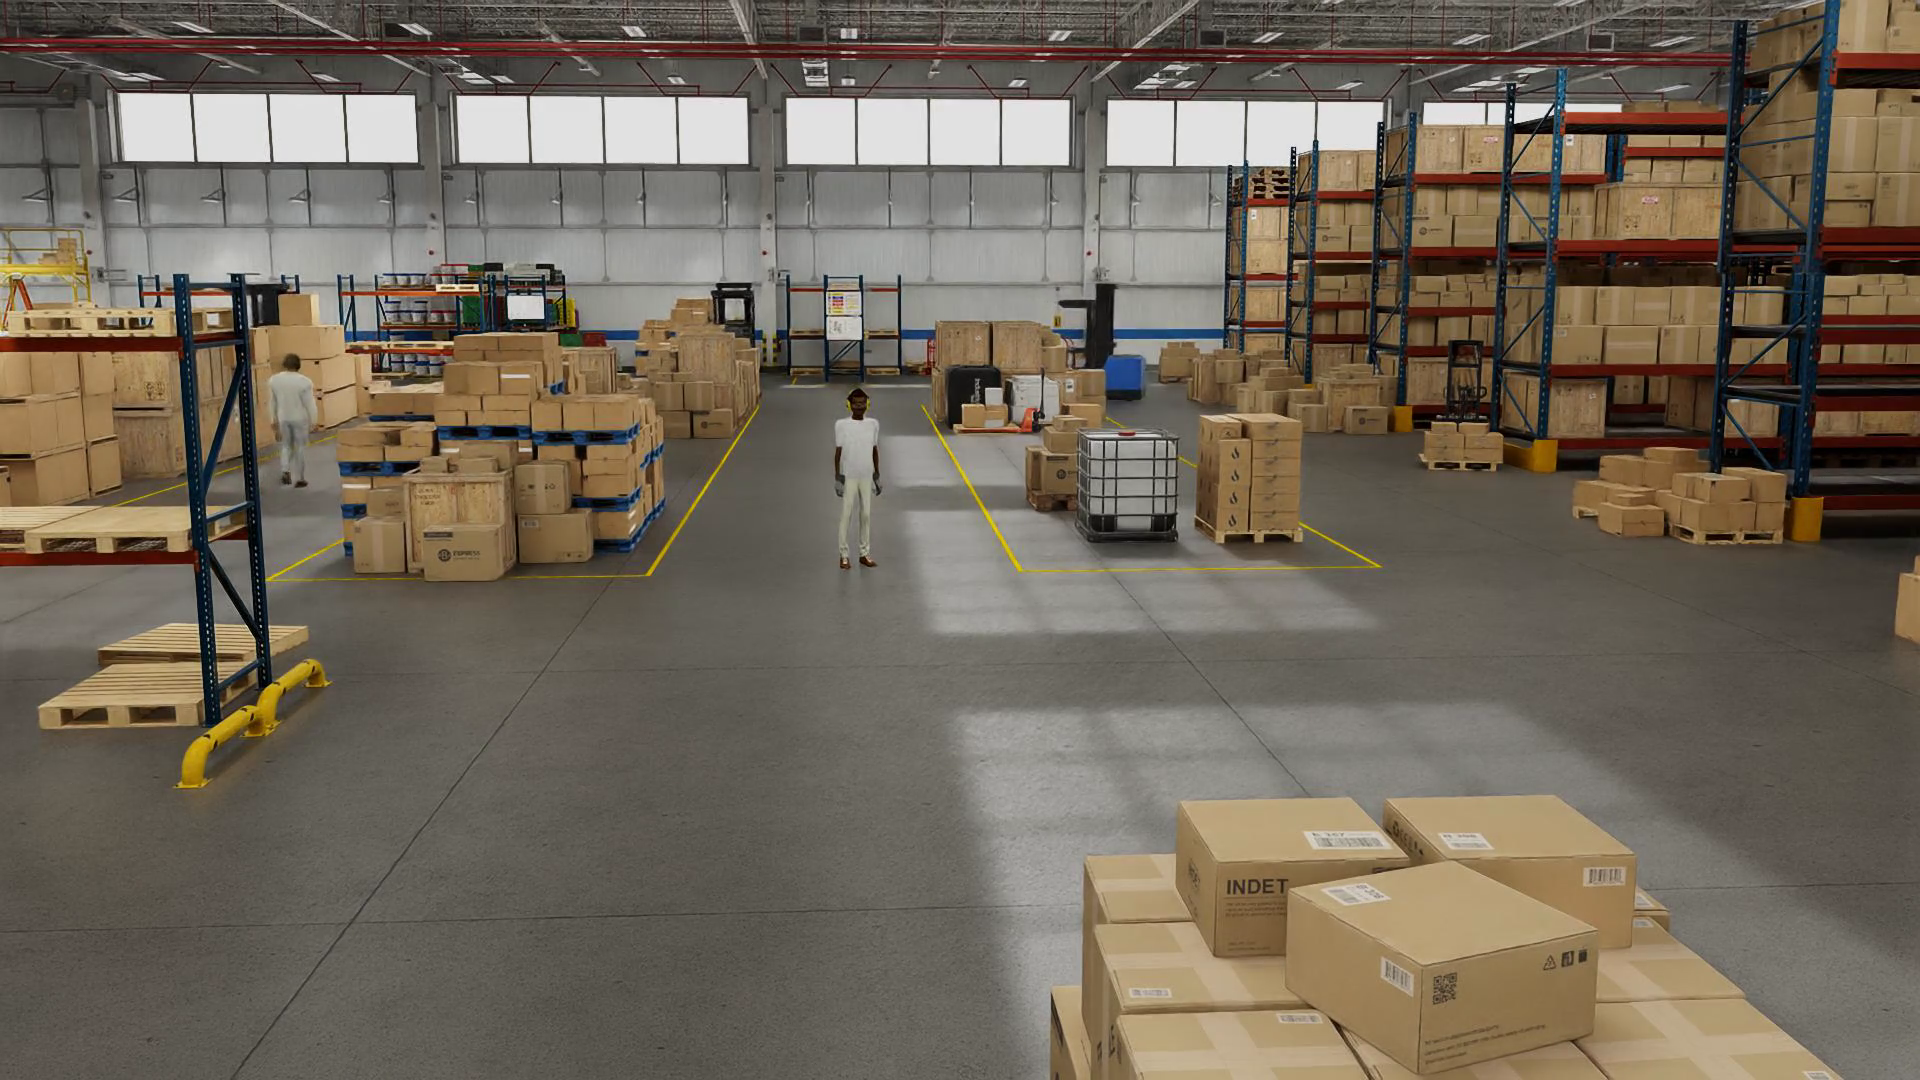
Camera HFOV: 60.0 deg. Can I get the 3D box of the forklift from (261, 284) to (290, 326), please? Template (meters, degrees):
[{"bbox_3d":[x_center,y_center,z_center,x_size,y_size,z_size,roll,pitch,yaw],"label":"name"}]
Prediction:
[{"bbox_3d":[-15.717,-4.518,38.398,1.873,2.768,1.129,-1,9,-4],"label":"forklift"}]

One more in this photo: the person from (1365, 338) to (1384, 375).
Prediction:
[{"bbox_3d":[9.328,-3.744,37.422,0.311,1.638,0.523,-6,11,-35],"label":"person"}]

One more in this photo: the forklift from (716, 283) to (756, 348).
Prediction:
[{"bbox_3d":[-6.003,-5.467,44.355,1.129,2.768,1.873,-1,9,-4],"label":"forklift"}]

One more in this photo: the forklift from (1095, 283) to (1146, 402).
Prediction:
[{"bbox_3d":[3.485,-4.739,39.784,1.873,2.768,1.129,2,9,14],"label":"forklift"}]

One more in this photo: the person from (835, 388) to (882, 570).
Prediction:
[{"bbox_3d":[-1.047,-0.635,17.179,0.513,1.872,0.331,-4,10,-24],"label":"person"}]

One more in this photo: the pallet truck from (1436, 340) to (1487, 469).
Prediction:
[{"bbox_3d":[8.004,-2.170,26.422,0.823,1.965,1.885,2,9,14],"label":"pallet truck"}]

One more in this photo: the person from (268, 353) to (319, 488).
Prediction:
[{"bbox_3d":[-9.447,-1.692,23.638,0.662,1.927,0.436,0,9,2],"label":"person"}]
